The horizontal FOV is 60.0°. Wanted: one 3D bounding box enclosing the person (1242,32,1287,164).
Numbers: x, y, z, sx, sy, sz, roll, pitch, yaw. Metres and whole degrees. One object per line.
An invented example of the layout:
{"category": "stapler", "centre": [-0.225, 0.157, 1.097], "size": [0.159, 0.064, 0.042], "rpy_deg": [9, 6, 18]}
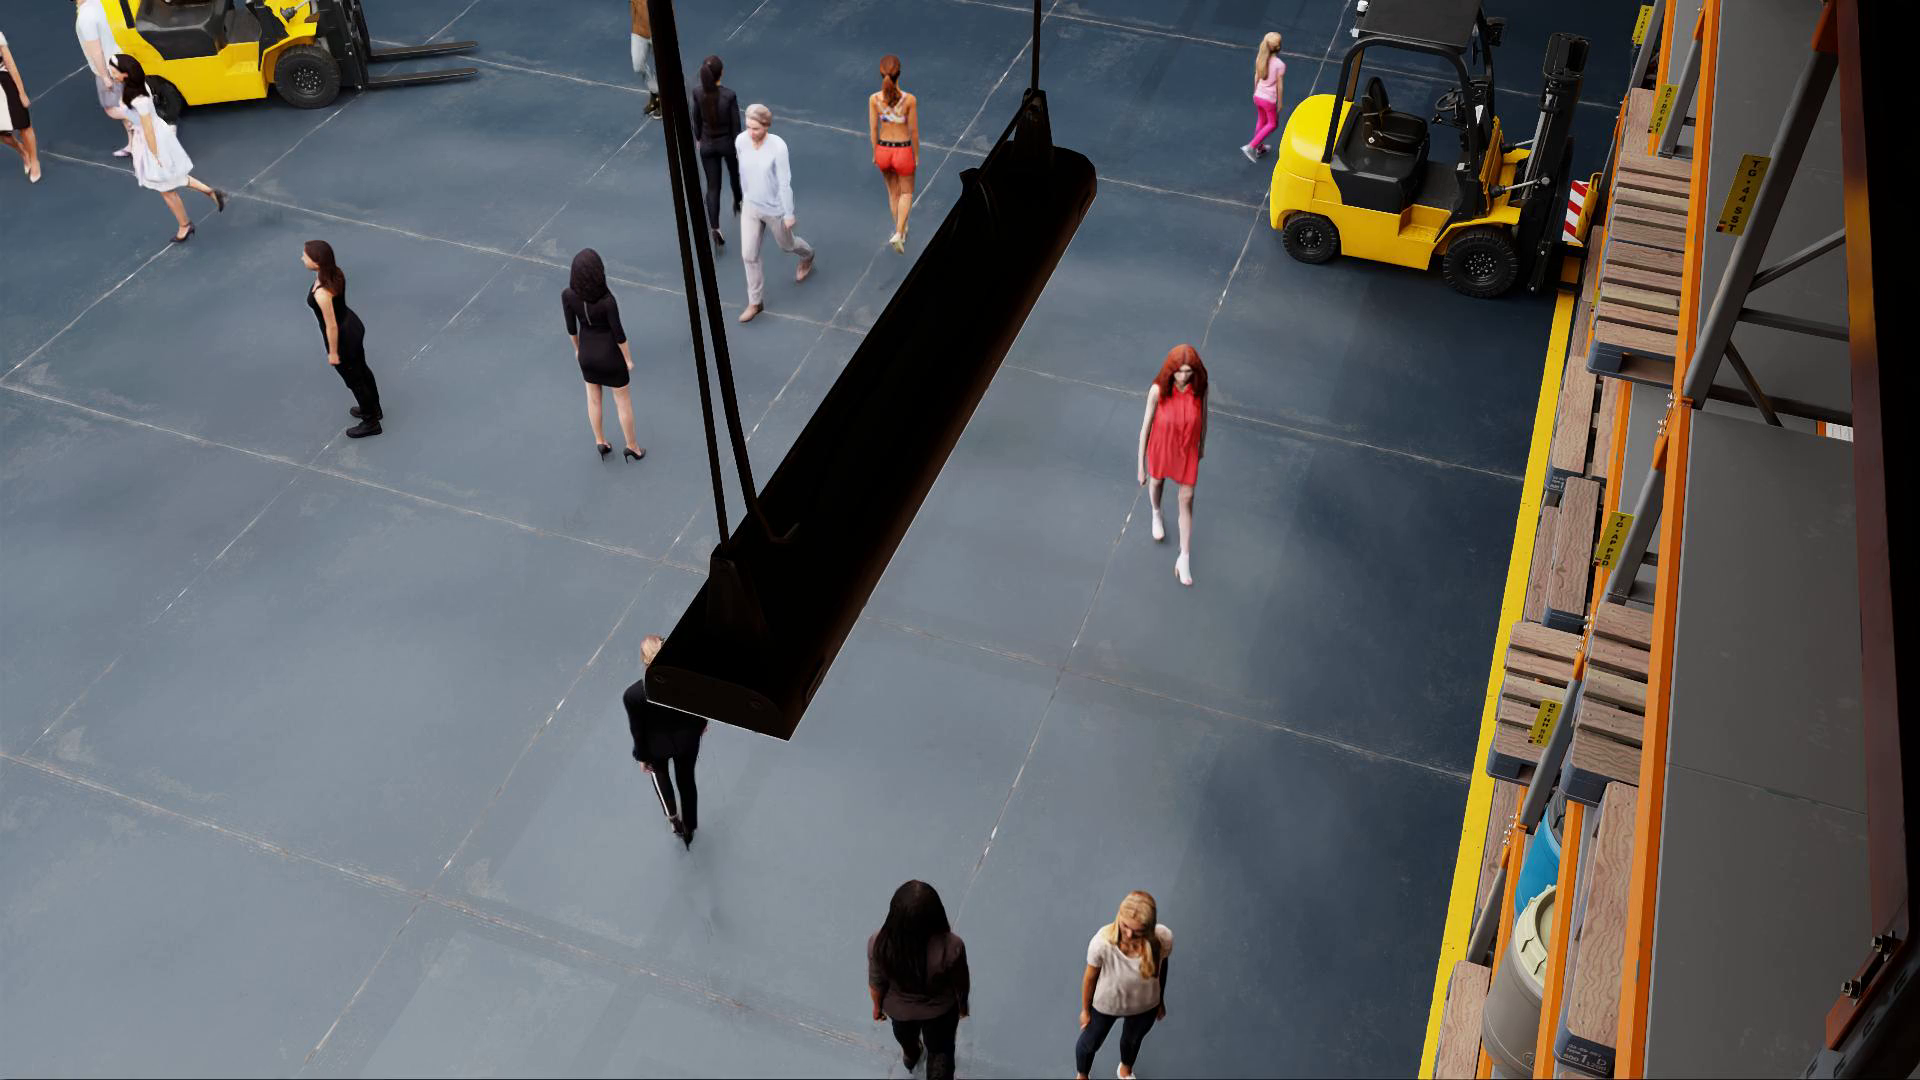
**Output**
{"category": "person", "centre": [2.802, -4.059, 15.336], "size": [0.779, 1.260, 0.676], "rpy_deg": [-30, 51, -27]}

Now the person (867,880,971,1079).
{"category": "person", "centre": [-0.206, 2.363, 8.189], "size": [0.827, 1.819, 1.137], "rpy_deg": [4, 44, 4]}

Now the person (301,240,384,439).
{"category": "person", "centre": [-4.580, -1.504, 12.343], "size": [0.733, 1.689, 0.627], "rpy_deg": [-4, 44, -4]}

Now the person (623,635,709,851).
{"category": "person", "centre": [-1.628, 1.219, 9.483], "size": [0.720, 1.691, 0.760], "rpy_deg": [-13, 45, -14]}

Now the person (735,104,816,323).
{"category": "person", "centre": [-1.507, -2.732, 13.514], "size": [0.746, 1.851, 1.252], "rpy_deg": [18, 46, 18]}

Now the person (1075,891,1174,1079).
{"category": "person", "centre": [0.802, 2.291, 8.273], "size": [0.664, 1.809, 0.667], "rpy_deg": [-6, 44, -7]}

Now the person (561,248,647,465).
{"category": "person", "centre": [-2.595, -1.306, 12.049], "size": [0.599, 1.807, 0.488], "rpy_deg": [12, 45, 13]}

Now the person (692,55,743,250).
{"category": "person", "centre": [-2.077, -3.303, 14.242], "size": [0.751, 1.674, 1.087], "rpy_deg": [5, 44, 5]}

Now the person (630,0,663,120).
{"category": "person", "centre": [-2.873, -4.912, 15.833], "size": [0.697, 1.809, 0.635], "rpy_deg": [22, 48, 21]}

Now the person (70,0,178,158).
{"category": "person", "centre": [-7.695, -4.324, 15.209], "size": [0.975, 1.818, 0.984], "rpy_deg": [-7, 44, -7]}

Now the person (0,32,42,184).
{"category": "person", "centre": [-8.638, -4.075, 15.001], "size": [0.784, 1.744, 0.823], "rpy_deg": [-4, 44, -5]}

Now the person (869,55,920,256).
{"category": "person", "centre": [-0.563, -3.198, 14.061], "size": [0.696, 1.771, 0.950], "rpy_deg": [5, 44, 5]}

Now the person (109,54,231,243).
{"category": "person", "centre": [-6.744, -3.339, 14.191], "size": [1.029, 1.795, 0.975], "rpy_deg": [-14, 45, -15]}

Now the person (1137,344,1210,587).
{"category": "person", "centre": [1.435, -0.651, 11.371], "size": [0.911, 1.793, 1.143], "rpy_deg": [-3, 44, -3]}
